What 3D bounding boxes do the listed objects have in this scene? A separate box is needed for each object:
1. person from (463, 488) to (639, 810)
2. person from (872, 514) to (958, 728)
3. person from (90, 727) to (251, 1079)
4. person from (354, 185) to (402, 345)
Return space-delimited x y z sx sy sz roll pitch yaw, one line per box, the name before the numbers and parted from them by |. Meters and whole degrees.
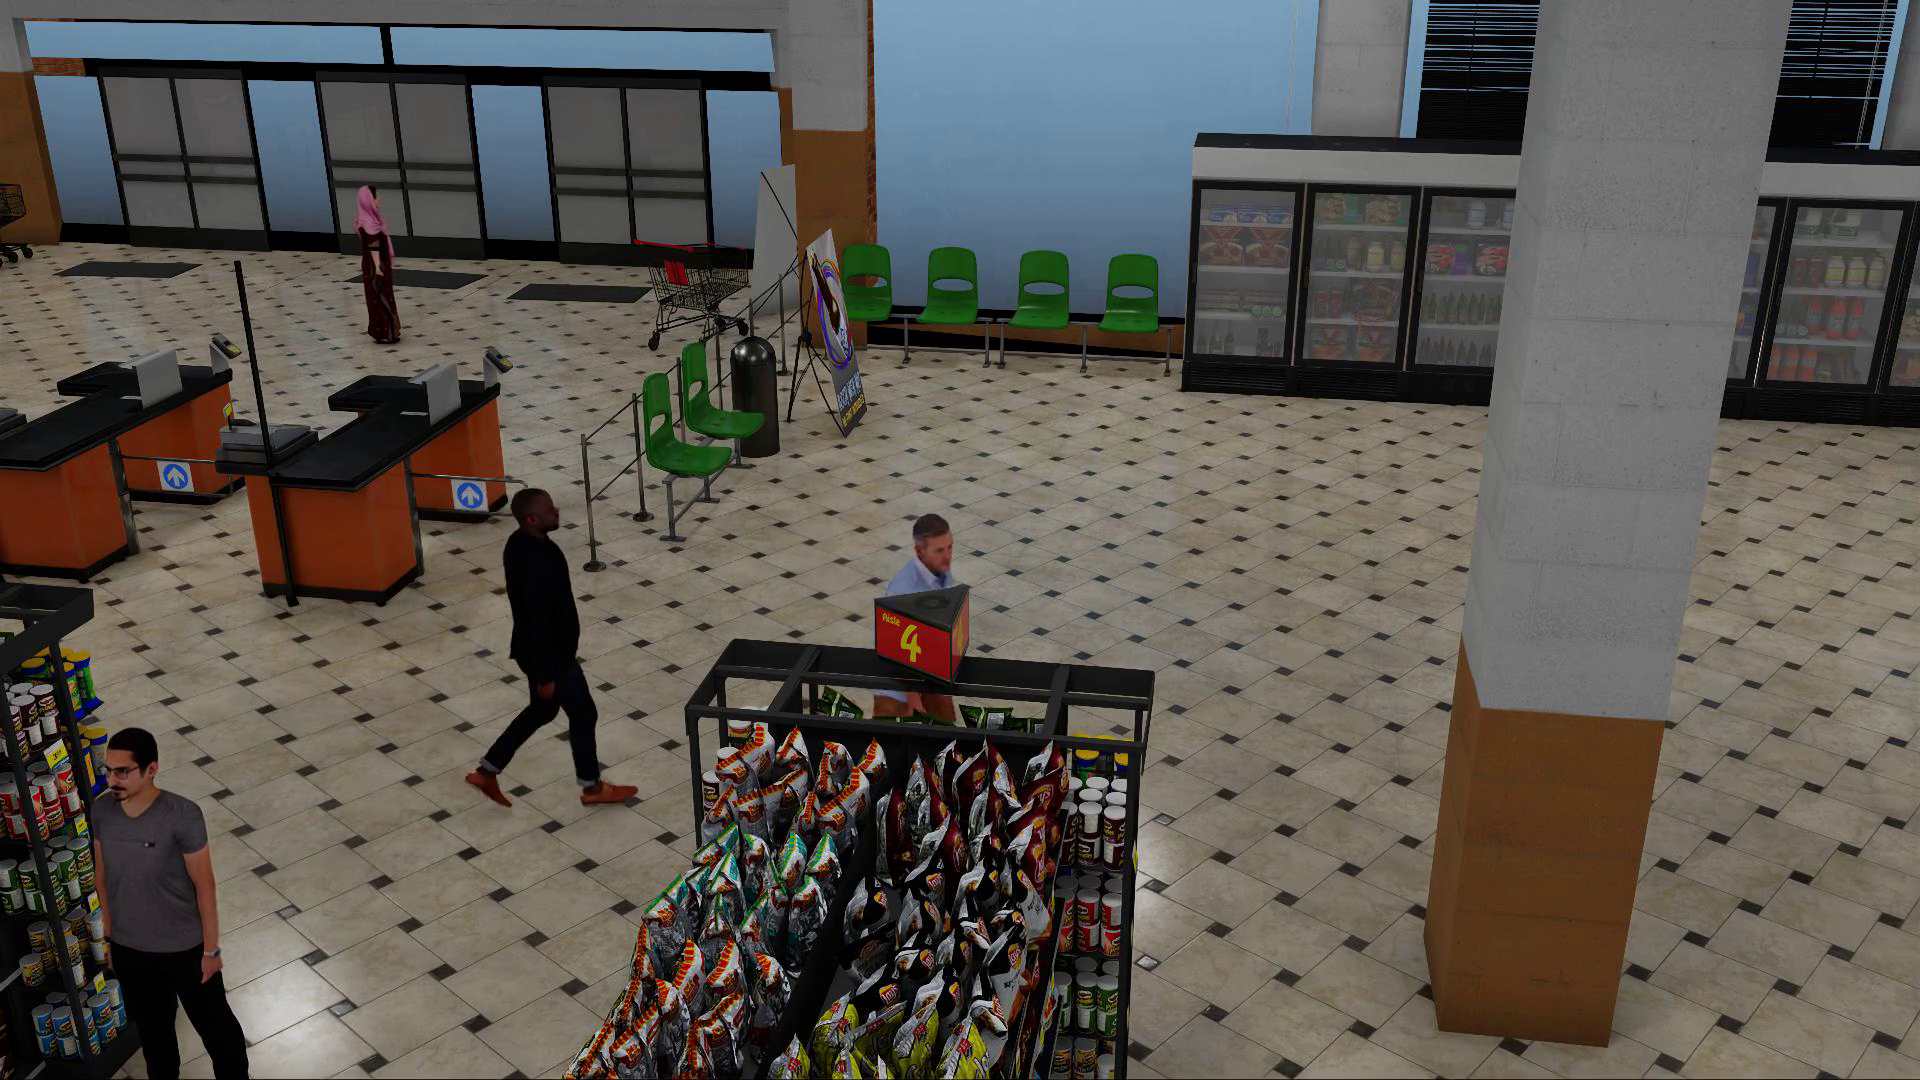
person | -2.180 0.599 8.449 1.107 1.791 1.176 -7 23 -17
person | -0.316 0.672 8.284 1.012 1.777 1.171 10 24 23
person | -2.997 1.493 6.272 0.618 1.755 0.553 2 22 6
person | -6.063 -2.868 17.280 0.810 1.639 0.685 -6 23 -15
